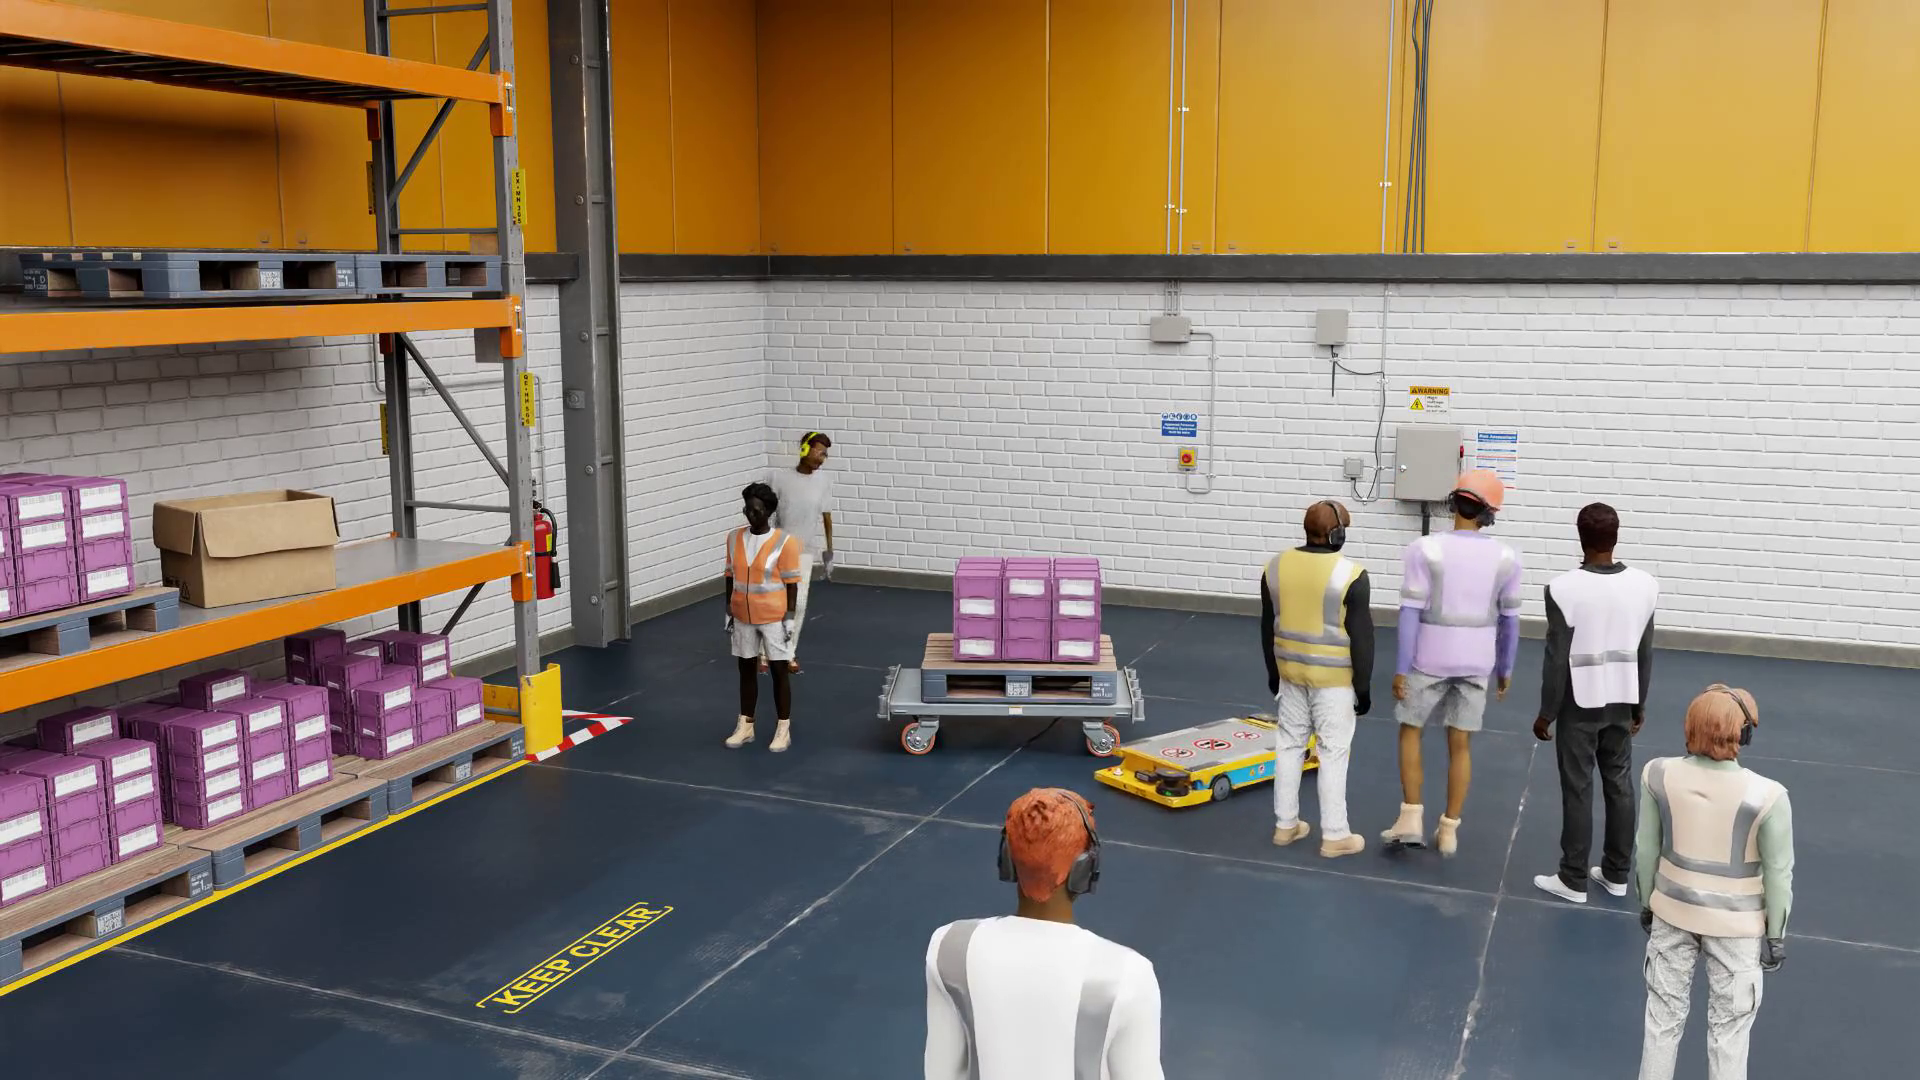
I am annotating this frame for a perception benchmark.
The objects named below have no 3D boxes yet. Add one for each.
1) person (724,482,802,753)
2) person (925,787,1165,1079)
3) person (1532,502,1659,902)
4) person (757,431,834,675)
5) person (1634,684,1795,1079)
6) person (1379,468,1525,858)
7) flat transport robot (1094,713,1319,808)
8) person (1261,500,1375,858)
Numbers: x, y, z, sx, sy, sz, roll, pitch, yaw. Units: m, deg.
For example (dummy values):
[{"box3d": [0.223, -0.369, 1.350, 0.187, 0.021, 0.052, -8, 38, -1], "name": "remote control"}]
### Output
[{"box3d": [-1.247, 0.480, 10.407, 0.533, 1.698, 0.319, 4, 10, 22], "name": "person"}, {"box3d": [0.201, 1.480, 3.781, 0.573, 1.887, 0.353, 4, 10, 24], "name": "person"}, {"box3d": [3.029, 0.782, 7.937, 0.590, 1.911, 0.394, -3, 10, -15], "name": "person"}, {"box3d": [-1.225, 0.102, 12.343, 0.617, 1.814, 0.358, -3, 10, -20], "name": "person"}, {"box3d": [2.531, 1.297, 5.629, 0.307, 1.643, 0.514, -9, 13, -44], "name": "person"}, {"box3d": [2.558, 0.633, 8.579, 0.667, 1.997, 0.522, 0, 9, 1], "name": "person"}, {"box3d": [1.544, 1.285, 9.844, 1.431, 0.197, 0.652, -7, 12, -37], "name": "flat transport robot"}, {"box3d": [1.862, 0.707, 8.605, 0.633, 1.841, 0.429, 9, 13, 43], "name": "person"}]
